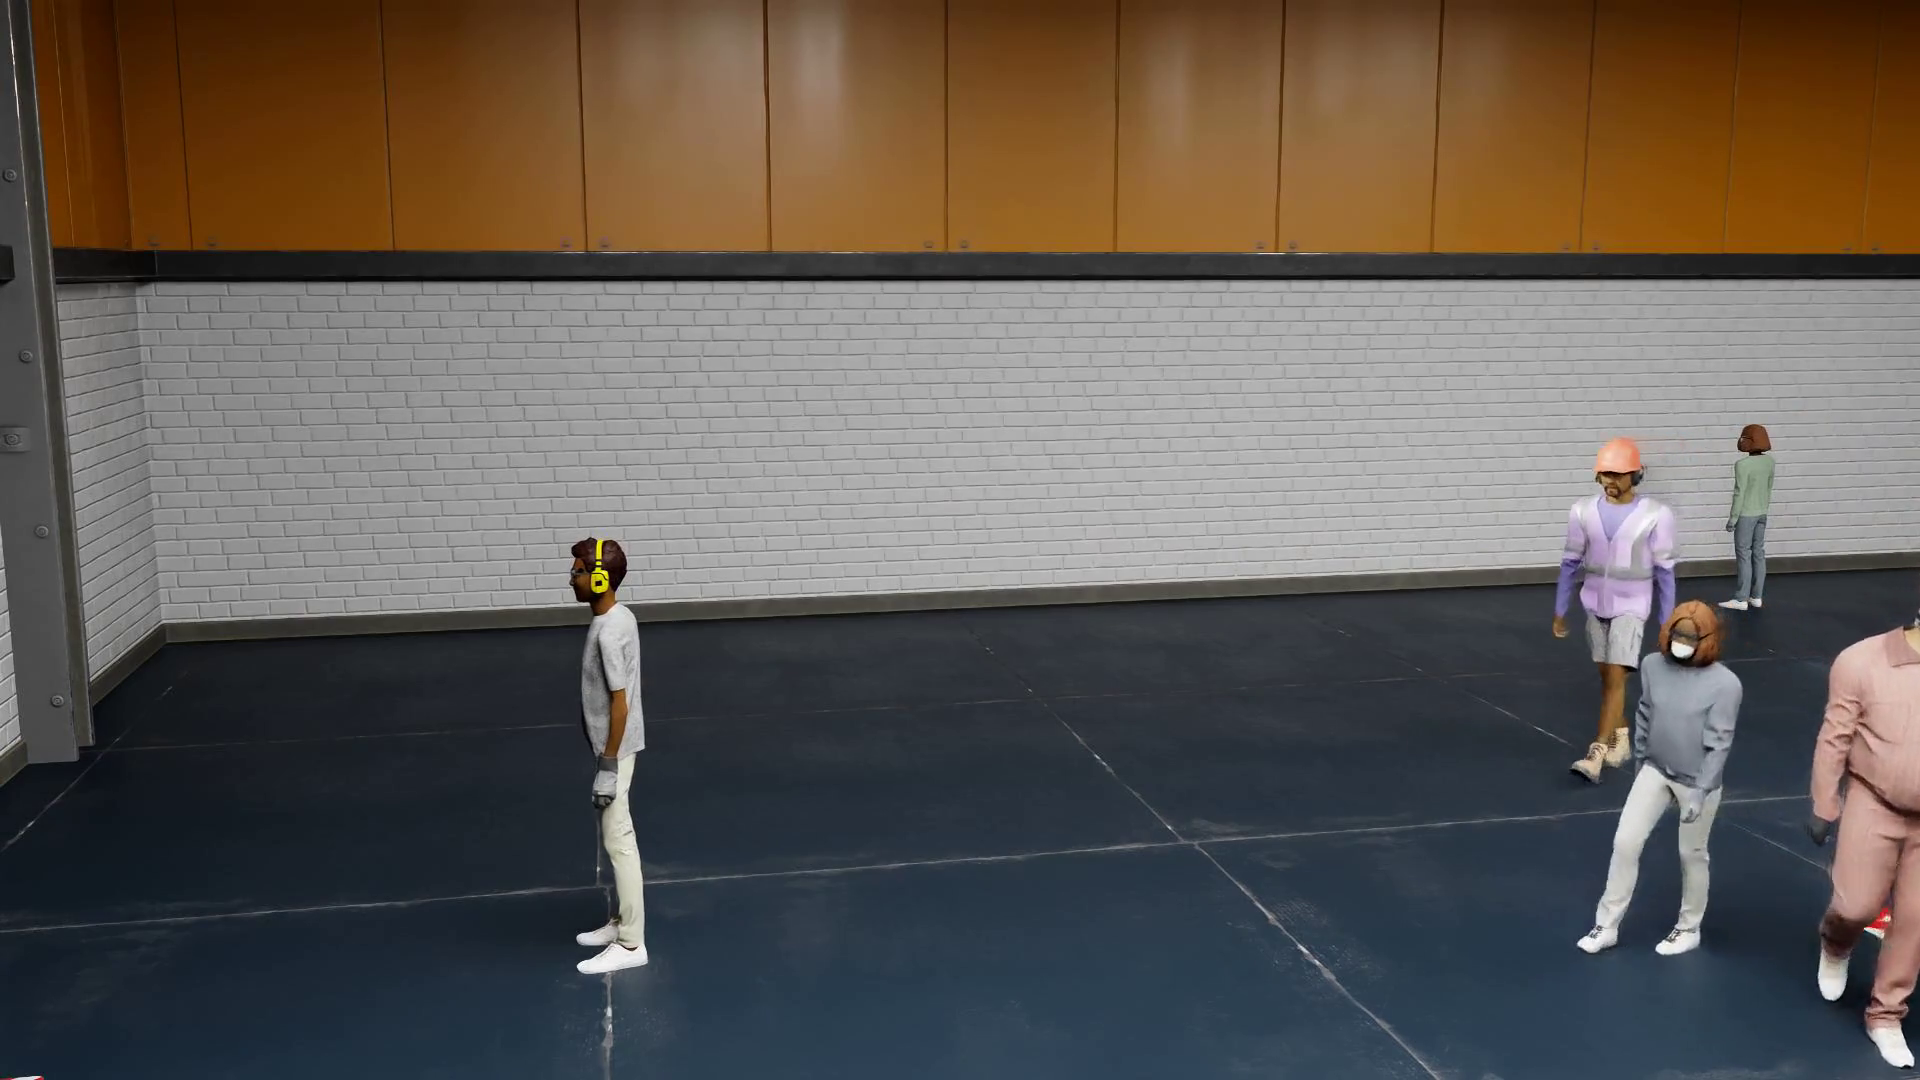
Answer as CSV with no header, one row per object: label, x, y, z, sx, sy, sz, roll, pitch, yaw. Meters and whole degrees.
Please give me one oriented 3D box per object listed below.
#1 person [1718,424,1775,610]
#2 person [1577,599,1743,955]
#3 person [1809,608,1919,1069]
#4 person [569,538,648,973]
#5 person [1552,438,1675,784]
person,6.942,-0.202,14.637,0.500,1.636,0.284,-6,11,-32
person,3.025,1.047,7.104,0.690,1.606,0.511,-6,11,-33
person,3.626,1.032,6.387,0.669,1.881,0.568,3,10,16
person,-1.516,0.913,7.131,0.325,1.871,0.521,-2,10,-11
person,3.770,0.415,9.743,1.001,2.001,0.642,-9,13,-43
